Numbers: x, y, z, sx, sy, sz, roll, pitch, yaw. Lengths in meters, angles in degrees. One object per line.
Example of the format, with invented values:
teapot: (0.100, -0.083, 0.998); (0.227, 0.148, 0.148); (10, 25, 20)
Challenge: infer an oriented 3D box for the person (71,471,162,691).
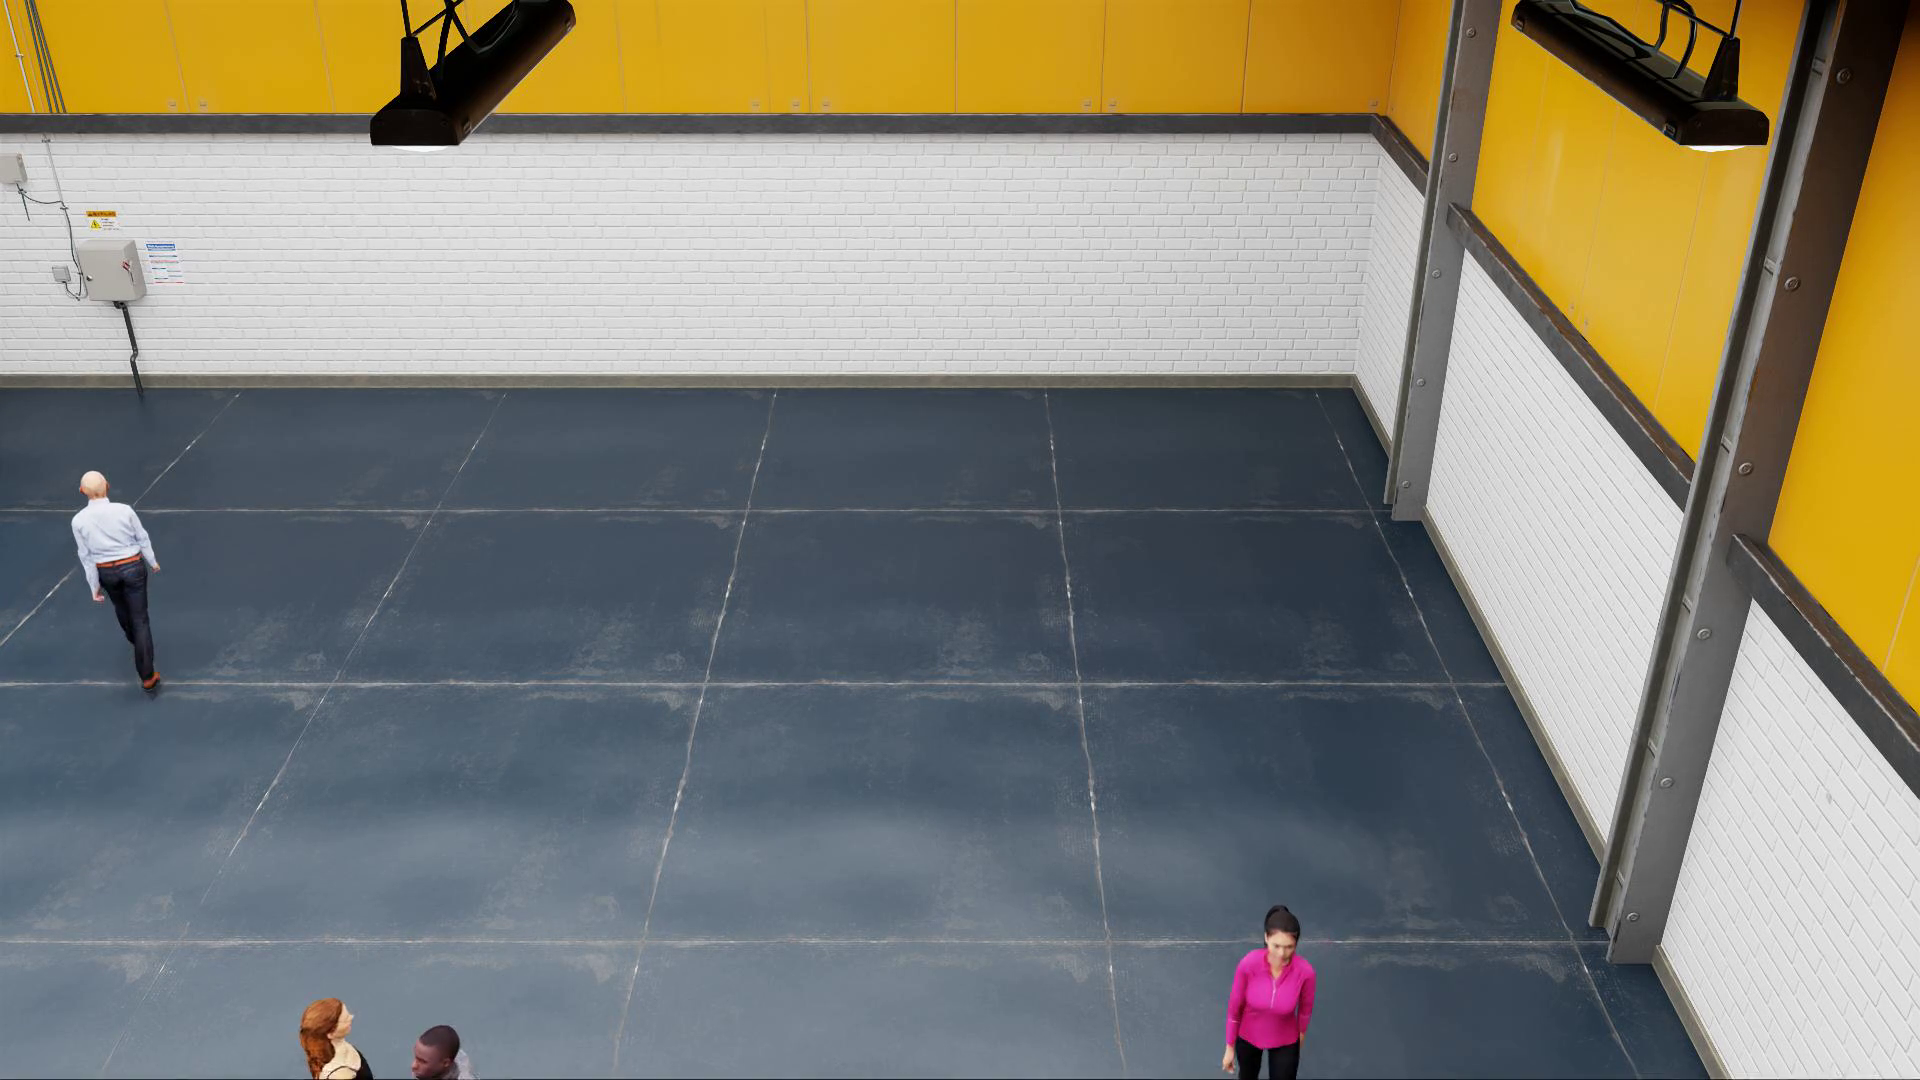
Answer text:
person: (-6.544, 0.342, 13.018); (0.917, 1.744, 1.319); (-9, 30, -16)

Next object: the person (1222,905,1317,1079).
person: (1.647, 2.602, 8.945); (0.717, 1.675, 0.948); (7, 29, 13)

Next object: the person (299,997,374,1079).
person: (-3.114, 2.968, 8.337); (0.804, 1.616, 0.737); (-16, 32, -27)

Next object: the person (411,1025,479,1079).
person: (-2.243, 3.015, 8.060); (1.196, 1.799, 1.158); (-24, 37, -37)
